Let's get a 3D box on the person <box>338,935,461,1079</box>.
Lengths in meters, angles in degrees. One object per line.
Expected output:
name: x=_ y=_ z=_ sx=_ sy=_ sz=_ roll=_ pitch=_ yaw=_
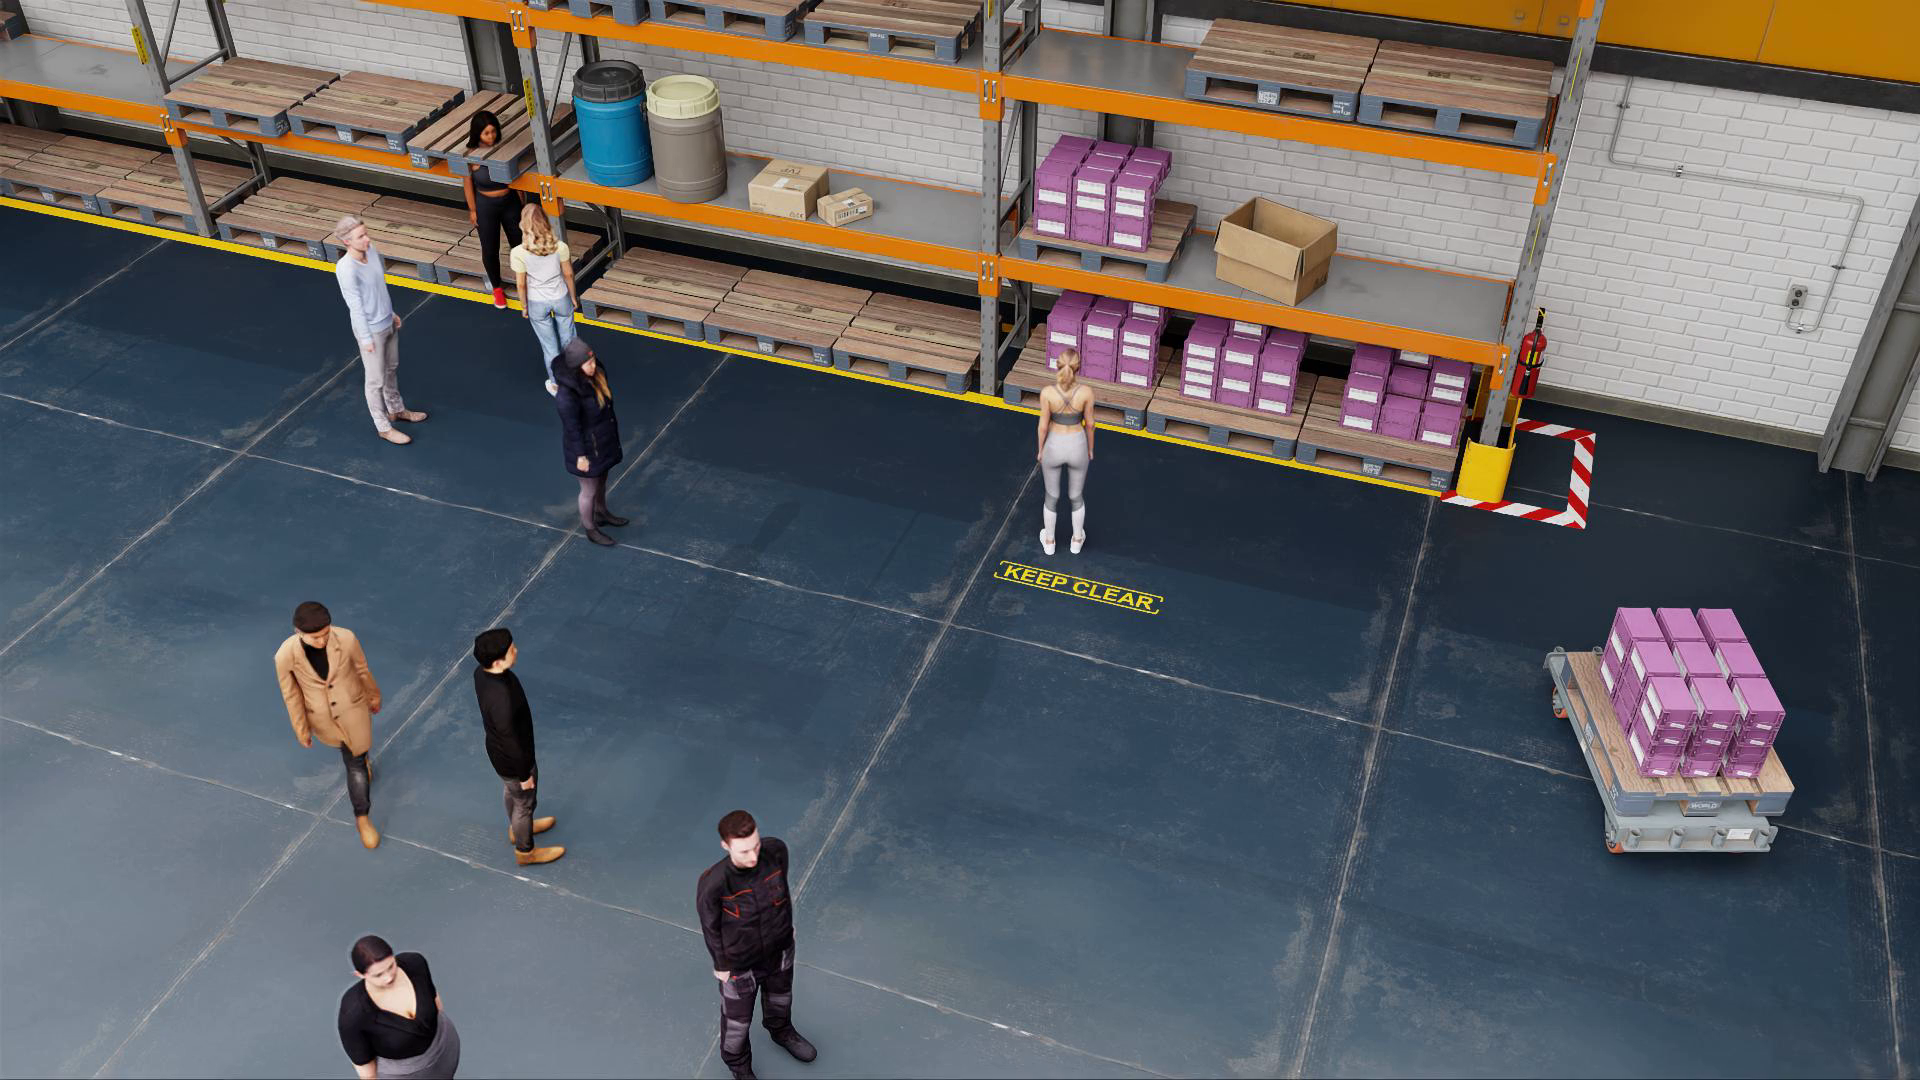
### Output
person: x=-2.630 y=2.455 z=7.899 sx=0.696 sy=1.758 sz=0.729 roll=23 pitch=44 yaw=26

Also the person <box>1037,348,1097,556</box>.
person: x=0.749 y=-0.620 z=11.793 sx=0.585 sy=1.703 sz=0.692 roll=0 pitch=39 yaw=0

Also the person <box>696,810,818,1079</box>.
person: x=-1.029 y=2.035 z=8.299 sx=0.775 sy=1.915 sz=0.757 roll=-31 pitch=48 yaw=-33

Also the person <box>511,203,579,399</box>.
person: x=-3.303 y=-1.911 z=13.394 sx=0.697 sy=1.723 sz=0.767 roll=-14 pitch=41 yaw=-17

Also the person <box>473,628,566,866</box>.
person: x=-2.570 y=1.184 z=9.521 sx=0.757 sy=1.720 sz=0.697 roll=-16 pitch=41 yaw=-19

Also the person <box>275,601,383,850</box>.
person: x=-3.723 y=0.938 z=9.868 sx=1.146 sy=1.672 sz=1.131 roll=-12 pitch=40 yaw=-15

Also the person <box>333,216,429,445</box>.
person: x=-4.560 y=-1.656 z=12.939 sx=0.629 sy=1.893 sz=0.698 roll=6 pitch=39 yaw=8

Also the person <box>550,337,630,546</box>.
person: x=-2.661 y=-0.719 z=11.940 sx=0.660 sy=1.675 sz=0.688 roll=9 pitch=39 yaw=11

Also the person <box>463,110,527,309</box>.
person: x=-4.061 y=-2.929 z=14.596 sx=0.772 sy=1.815 sz=0.828 roll=-17 pitch=42 yaw=-20
